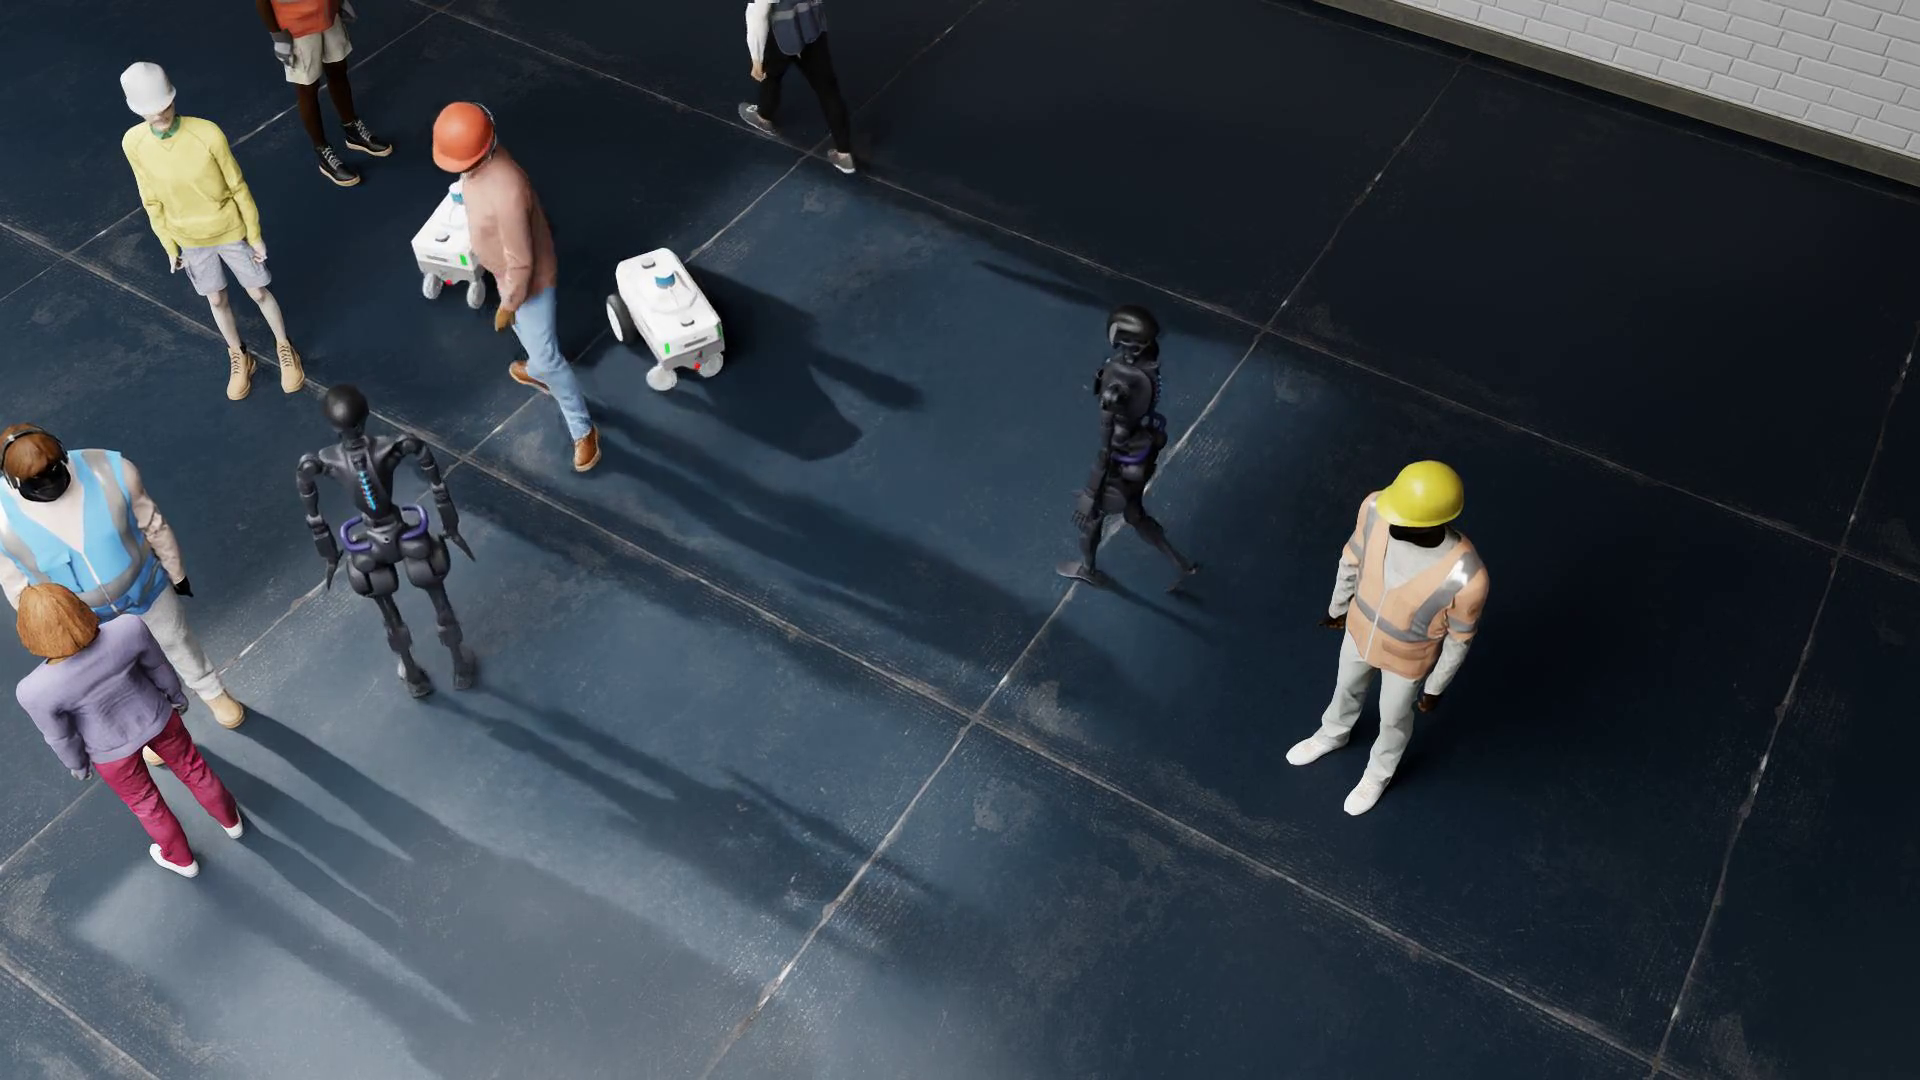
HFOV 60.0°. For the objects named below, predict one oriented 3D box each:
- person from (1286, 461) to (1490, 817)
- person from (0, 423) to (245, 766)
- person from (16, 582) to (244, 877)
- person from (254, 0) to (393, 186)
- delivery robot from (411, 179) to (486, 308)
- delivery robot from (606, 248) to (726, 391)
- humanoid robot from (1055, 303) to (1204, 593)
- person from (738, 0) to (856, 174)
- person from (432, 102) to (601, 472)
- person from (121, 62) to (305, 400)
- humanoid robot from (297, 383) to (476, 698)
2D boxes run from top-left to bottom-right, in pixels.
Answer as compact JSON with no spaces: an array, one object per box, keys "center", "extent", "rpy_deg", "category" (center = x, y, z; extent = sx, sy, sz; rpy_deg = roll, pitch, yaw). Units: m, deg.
[{"center":[1.641,0.383,6.382],"extent":[0.371,1.922,0.592],"rpy_deg":[-31,56,-24],"category":"person"},{"center":[-3.366,0.220,6.588],"extent":[0.624,1.838,0.431],"rpy_deg":[-29,55,-23],"category":"person"},{"center":[-3.138,0.721,6.277],"extent":[0.282,1.632,0.500],"rpy_deg":[31,56,24],"category":"person"},{"center":[-3.624,-2.919,9.241],"extent":[0.369,1.966,0.600],"rpy_deg":[21,52,17],"category":"person"},{"center":[-2.667,-1.704,9.126],"extent":[0.499,0.612,0.789],"rpy_deg":[12,50,10],"category":"delivery robot"},{"center":[-1.530,-1.180,8.667],"extent":[0.525,0.609,0.780],"rpy_deg":[-23,53,-19],"category":"delivery robot"},{"center":[0.765,-0.320,7.174],"extent":[0.617,1.637,0.602],"rpy_deg":[21,52,17],"category":"humanoid robot"},{"center":[-0.949,-2.920,9.419],"extent":[0.740,1.695,0.969],"rpy_deg":[-33,57,-25],"category":"person"},{"center":[-2.111,-1.258,7.804],"extent":[0.438,1.951,0.922],"rpy_deg":[-24,53,-20],"category":"person"},{"center":[-3.620,-1.482,8.035],"extent":[0.487,1.890,0.381],"rpy_deg":[-8,49,-7],"category":"person"},{"center":[-2.337,0.040,6.848],"extent":[0.602,1.656,0.354],"rpy_deg":[-16,51,-13],"category":"humanoid robot"}]
